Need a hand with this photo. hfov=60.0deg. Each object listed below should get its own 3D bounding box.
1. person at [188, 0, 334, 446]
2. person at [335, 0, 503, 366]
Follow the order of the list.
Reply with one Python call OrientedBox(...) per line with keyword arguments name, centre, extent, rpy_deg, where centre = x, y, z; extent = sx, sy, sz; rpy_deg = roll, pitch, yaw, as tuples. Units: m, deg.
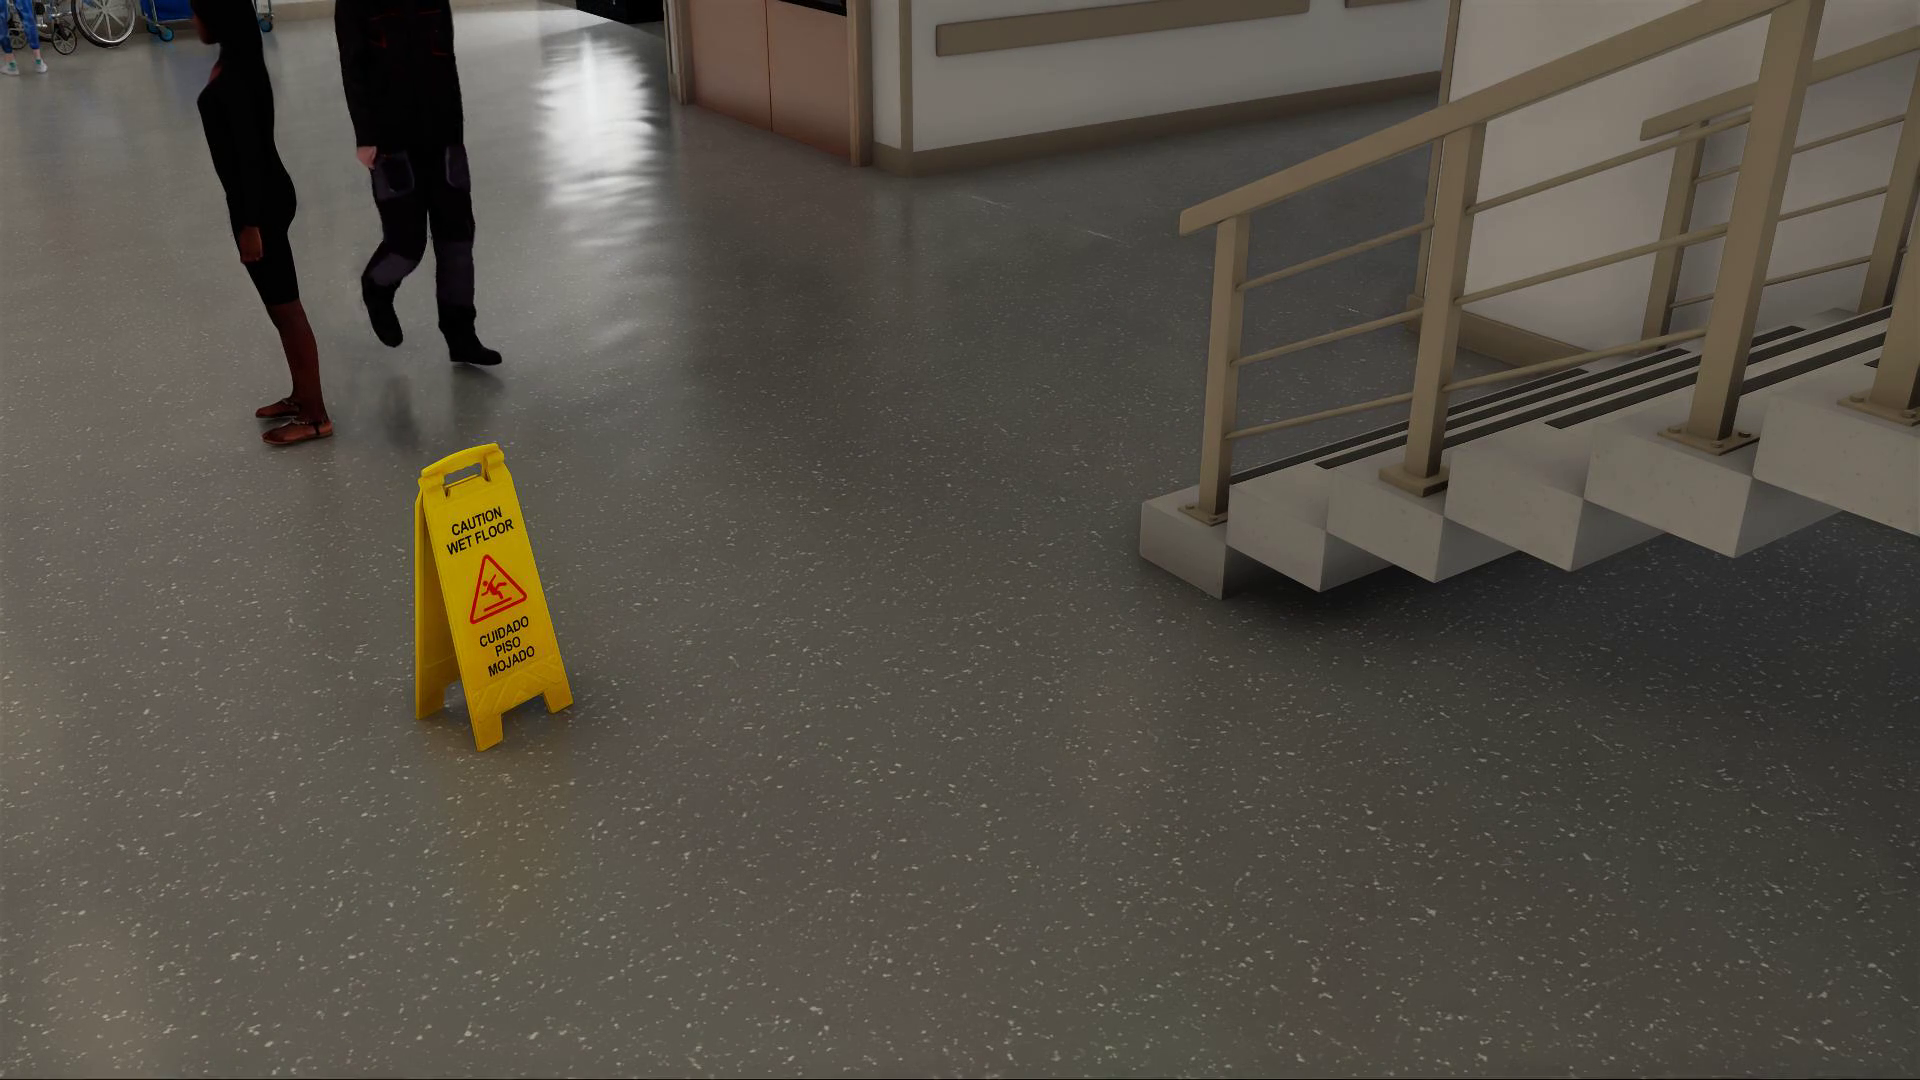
OrientedBox(name="person", centre=(-2.615, -1.212, 6.213), extent=(0.717, 1.721, 0.526), rpy_deg=(-10, 27, -20))
OrientedBox(name="person", centre=(-2.311, -1.644, 6.902), extent=(1.036, 1.901, 0.840), rpy_deg=(20, 32, 35))
